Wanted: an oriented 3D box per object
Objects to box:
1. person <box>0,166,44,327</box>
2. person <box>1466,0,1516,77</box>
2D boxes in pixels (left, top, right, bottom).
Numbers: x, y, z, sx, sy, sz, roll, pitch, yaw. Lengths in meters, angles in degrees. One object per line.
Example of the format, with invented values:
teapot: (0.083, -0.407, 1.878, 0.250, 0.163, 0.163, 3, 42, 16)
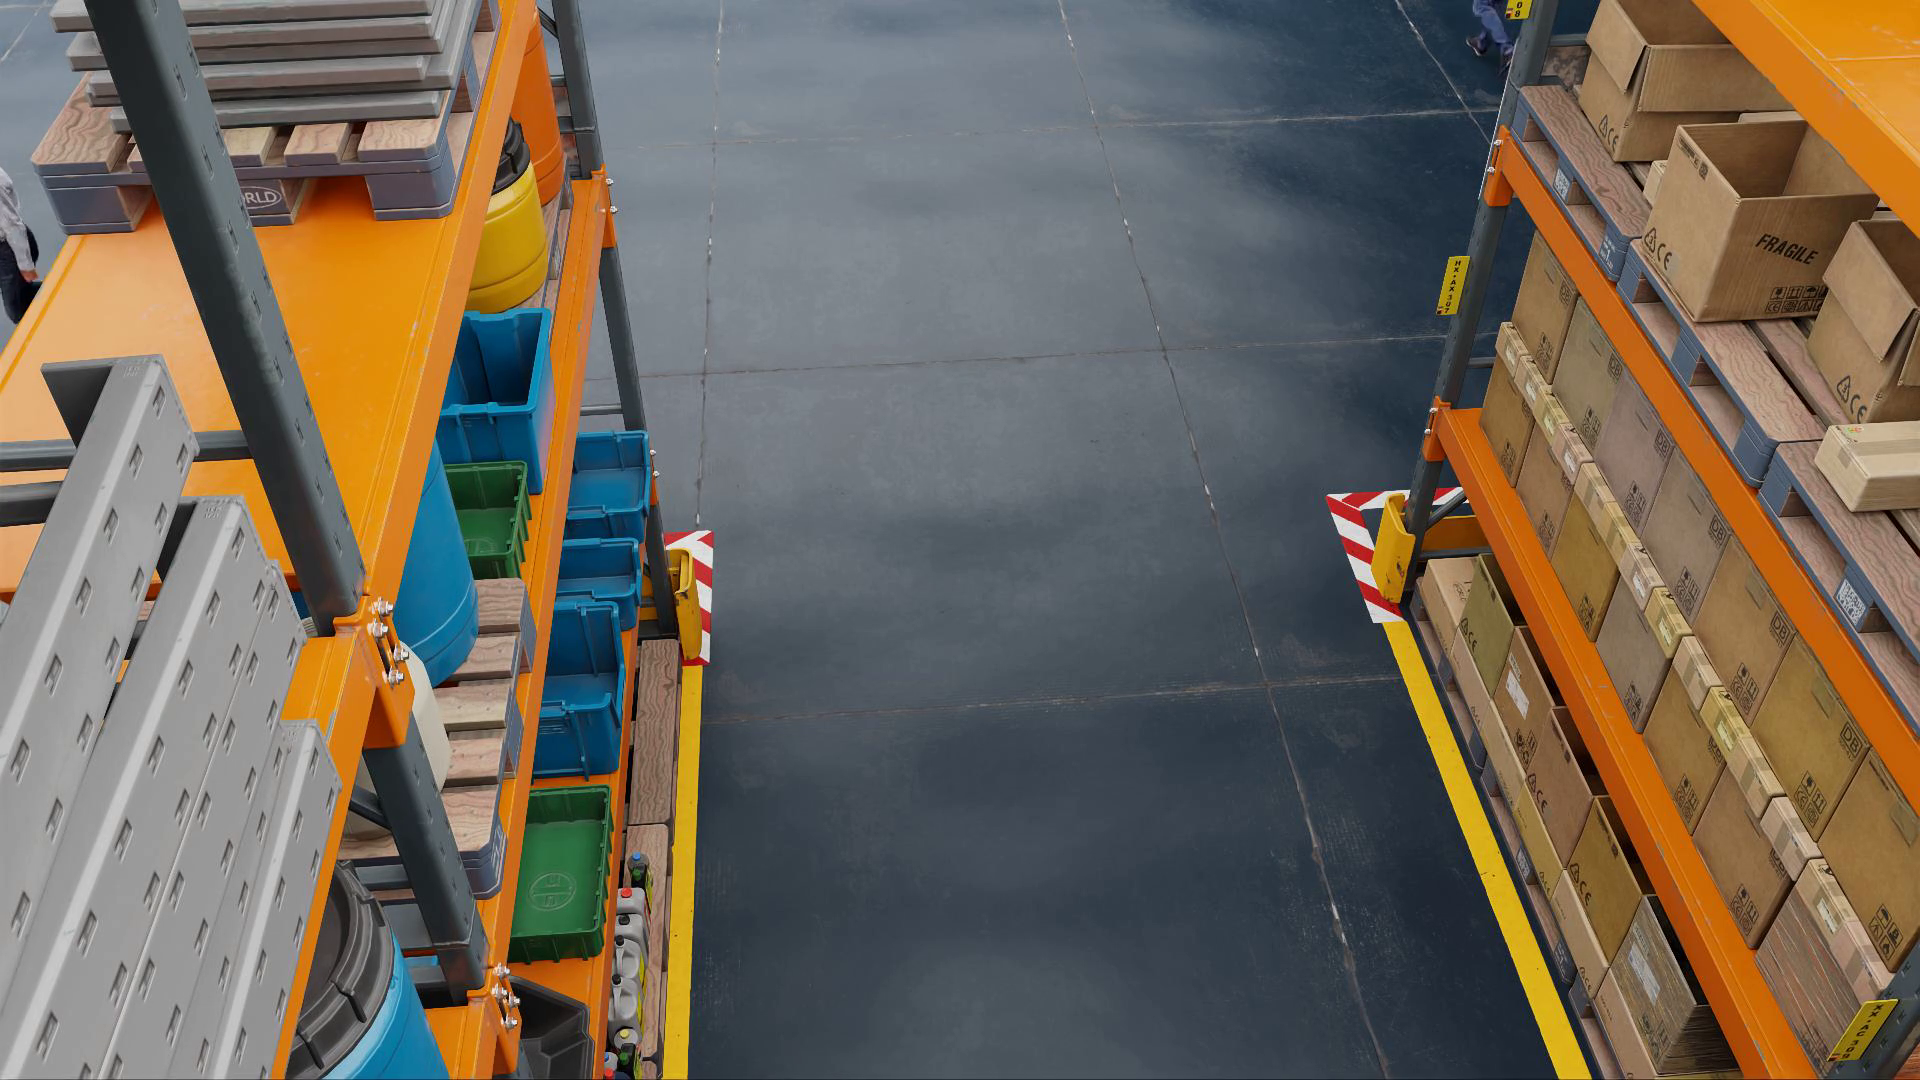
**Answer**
person: (-5.770, -1.822, 10.191, 1.007, 1.803, 1.058, 31, 50, 29)
person: (4.393, -4.615, 13.250, 0.850, 1.824, 1.130, -14, 44, -14)
